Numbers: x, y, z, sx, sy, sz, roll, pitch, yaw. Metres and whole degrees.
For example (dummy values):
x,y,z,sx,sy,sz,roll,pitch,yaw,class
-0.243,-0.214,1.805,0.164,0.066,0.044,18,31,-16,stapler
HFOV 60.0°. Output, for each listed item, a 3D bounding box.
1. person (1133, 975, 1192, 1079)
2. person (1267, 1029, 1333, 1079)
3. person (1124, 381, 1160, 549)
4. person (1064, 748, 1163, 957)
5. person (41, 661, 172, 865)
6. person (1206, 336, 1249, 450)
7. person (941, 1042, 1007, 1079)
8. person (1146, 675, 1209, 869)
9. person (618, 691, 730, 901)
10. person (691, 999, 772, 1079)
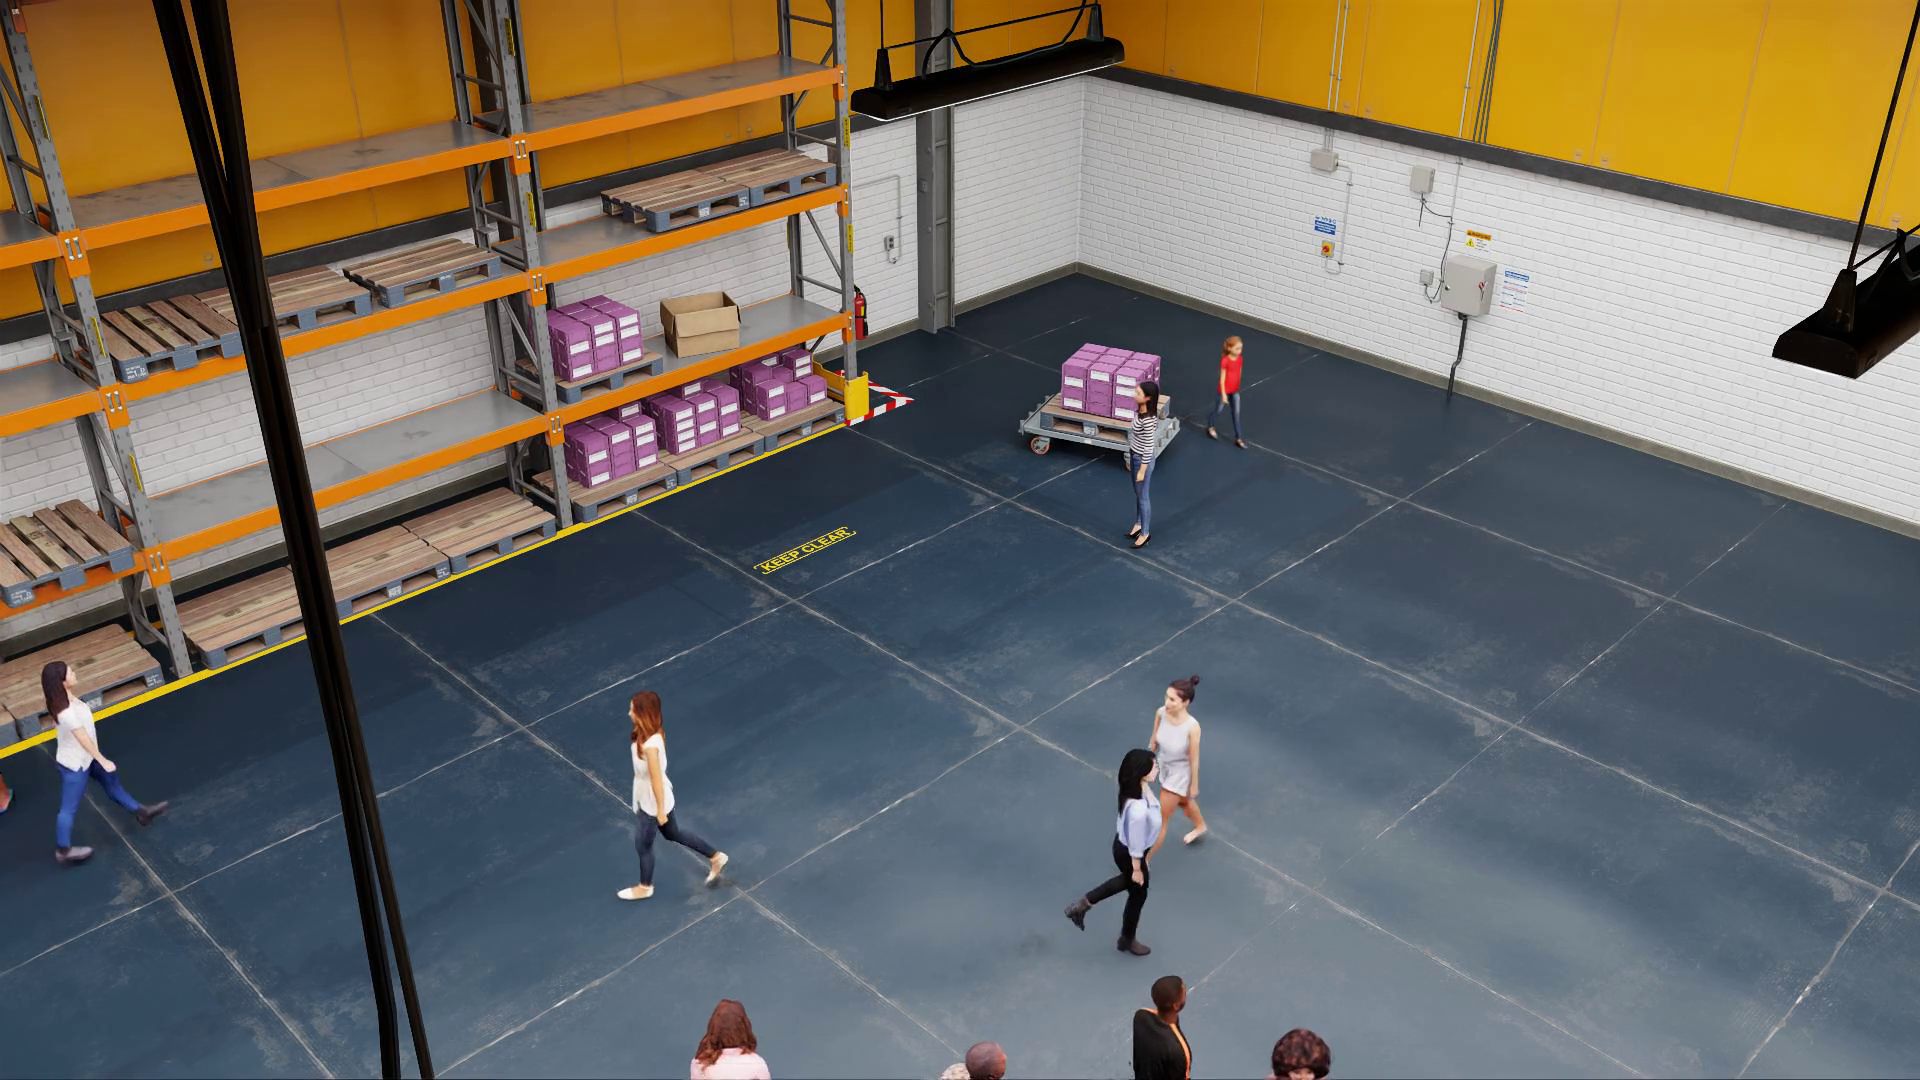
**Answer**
x,y,z,sx,sy,sz,roll,pitch,yaw,class
1.051,3.216,9.327,0.876,1.791,0.749,-14,32,-24,person
1.786,3.340,9.109,0.660,1.784,0.730,-5,29,-9,person
1.821,-0.763,16.617,0.677,1.796,0.635,-2,29,-4,person
1.081,2.148,11.350,0.991,1.729,0.939,2,29,3,person
-6.594,1.696,12.272,1.138,1.640,0.753,-18,33,-29,person
2.998,-1.703,18.877,0.860,1.283,0.720,-14,31,-23,person
0.011,3.428,8.945,0.933,1.786,0.840,-16,32,-27,person
1.652,1.705,12.334,1.122,1.566,0.730,-17,33,-28,person
-2.080,1.832,11.899,1.143,1.760,0.969,-6,29,-10,person
-1.257,3.344,9.123,1.052,1.763,1.169,3,29,6,person
